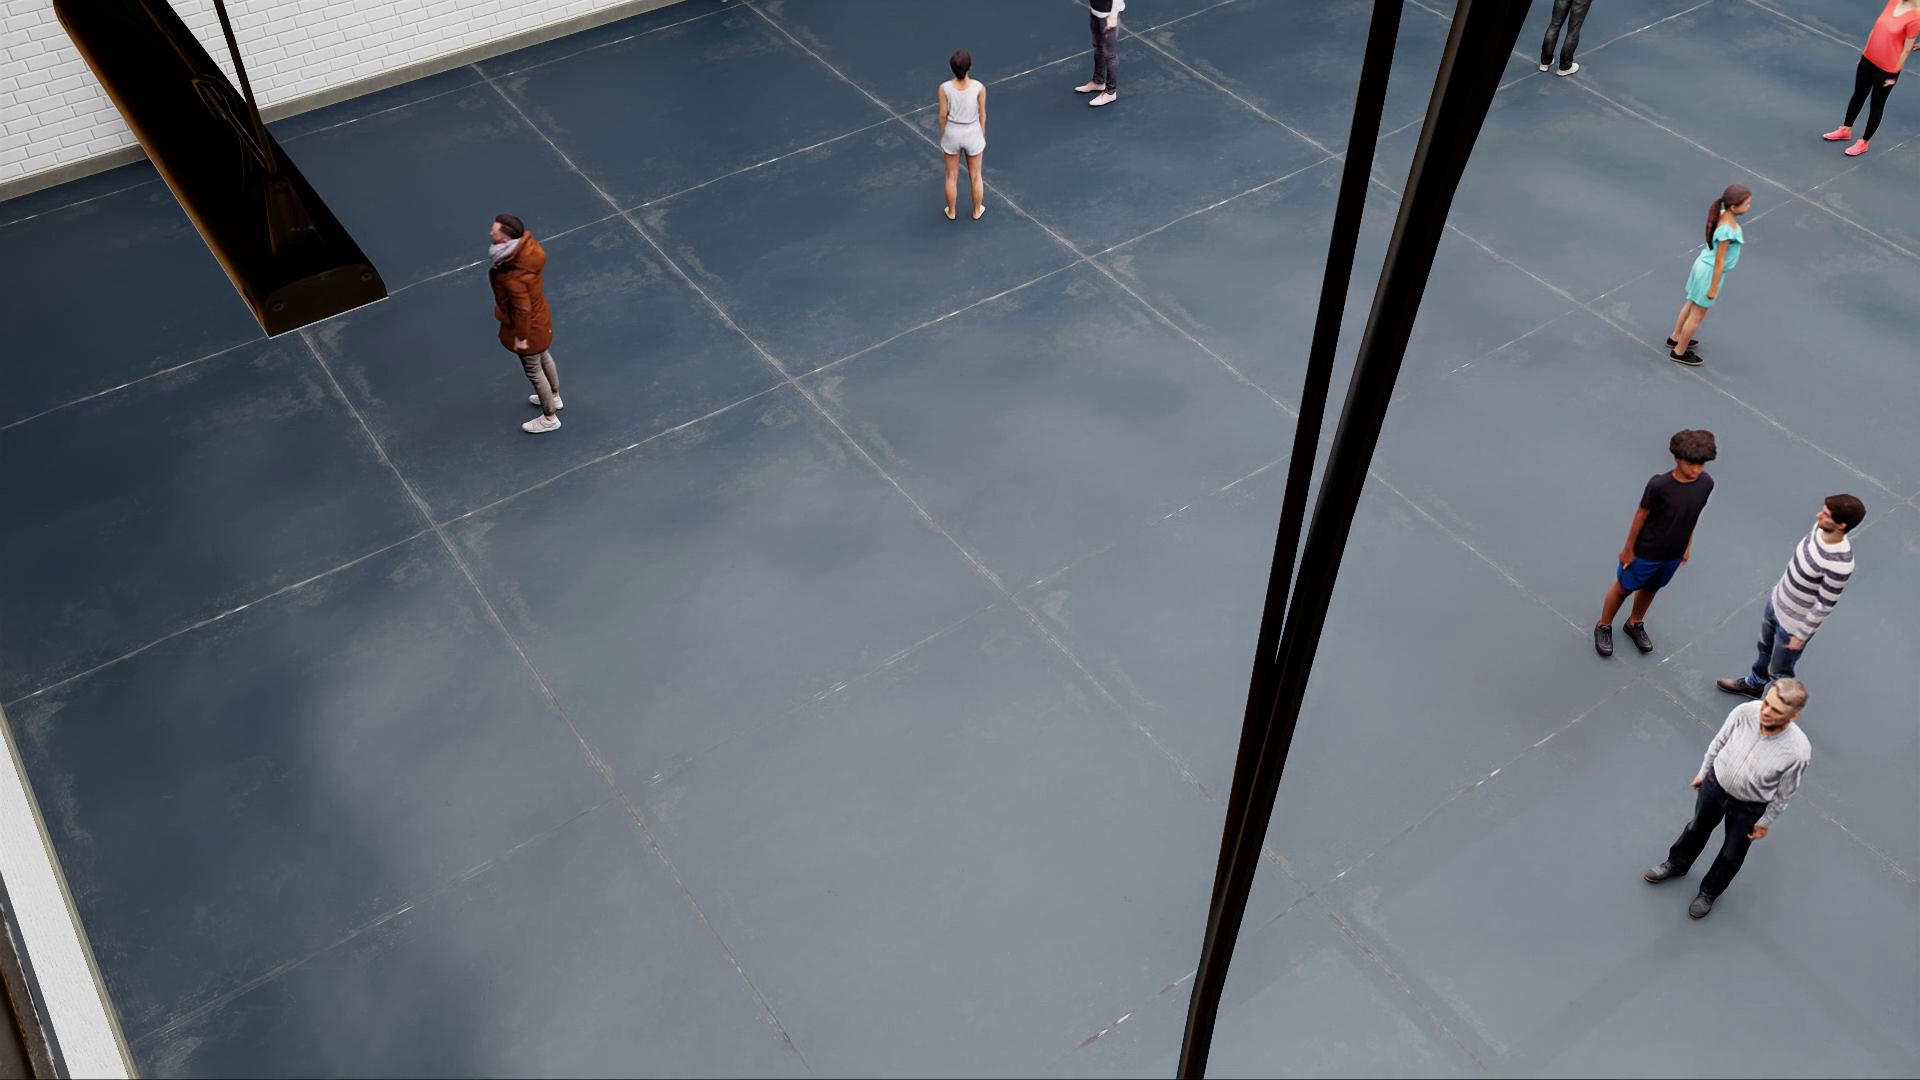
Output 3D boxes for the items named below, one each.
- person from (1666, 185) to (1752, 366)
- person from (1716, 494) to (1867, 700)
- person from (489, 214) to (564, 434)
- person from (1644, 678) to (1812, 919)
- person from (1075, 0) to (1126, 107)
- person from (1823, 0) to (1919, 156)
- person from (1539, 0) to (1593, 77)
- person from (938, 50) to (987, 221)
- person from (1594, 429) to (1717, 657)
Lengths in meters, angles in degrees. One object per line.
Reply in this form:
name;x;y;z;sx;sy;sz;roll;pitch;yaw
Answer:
person;5.883;-2.098;13.043;0.705;1.558;0.644;7;44;8
person;5.124;0.431;10.173;0.758;1.853;0.713;5;44;5
person;-3.203;-1.623;12.339;0.893;1.839;0.851;0;44;0
person;4.306;1.395;9.185;0.544;1.820;0.637;-25;49;-24
person;1.401;-5.086;15.986;0.678;1.824;0.740;-15;46;-15
person;8.512;-4.385;15.345;0.623;1.693;0.653;-13;45;-13
person;6.087;-5.487;16.416;0.712;1.811;0.625;31;51;28
person;0.023;-3.521;14.505;0.653;1.602;0.729;1;44;1
person;4.469;0.009;10.656;0.666;1.798;0.769;-4;44;-5
